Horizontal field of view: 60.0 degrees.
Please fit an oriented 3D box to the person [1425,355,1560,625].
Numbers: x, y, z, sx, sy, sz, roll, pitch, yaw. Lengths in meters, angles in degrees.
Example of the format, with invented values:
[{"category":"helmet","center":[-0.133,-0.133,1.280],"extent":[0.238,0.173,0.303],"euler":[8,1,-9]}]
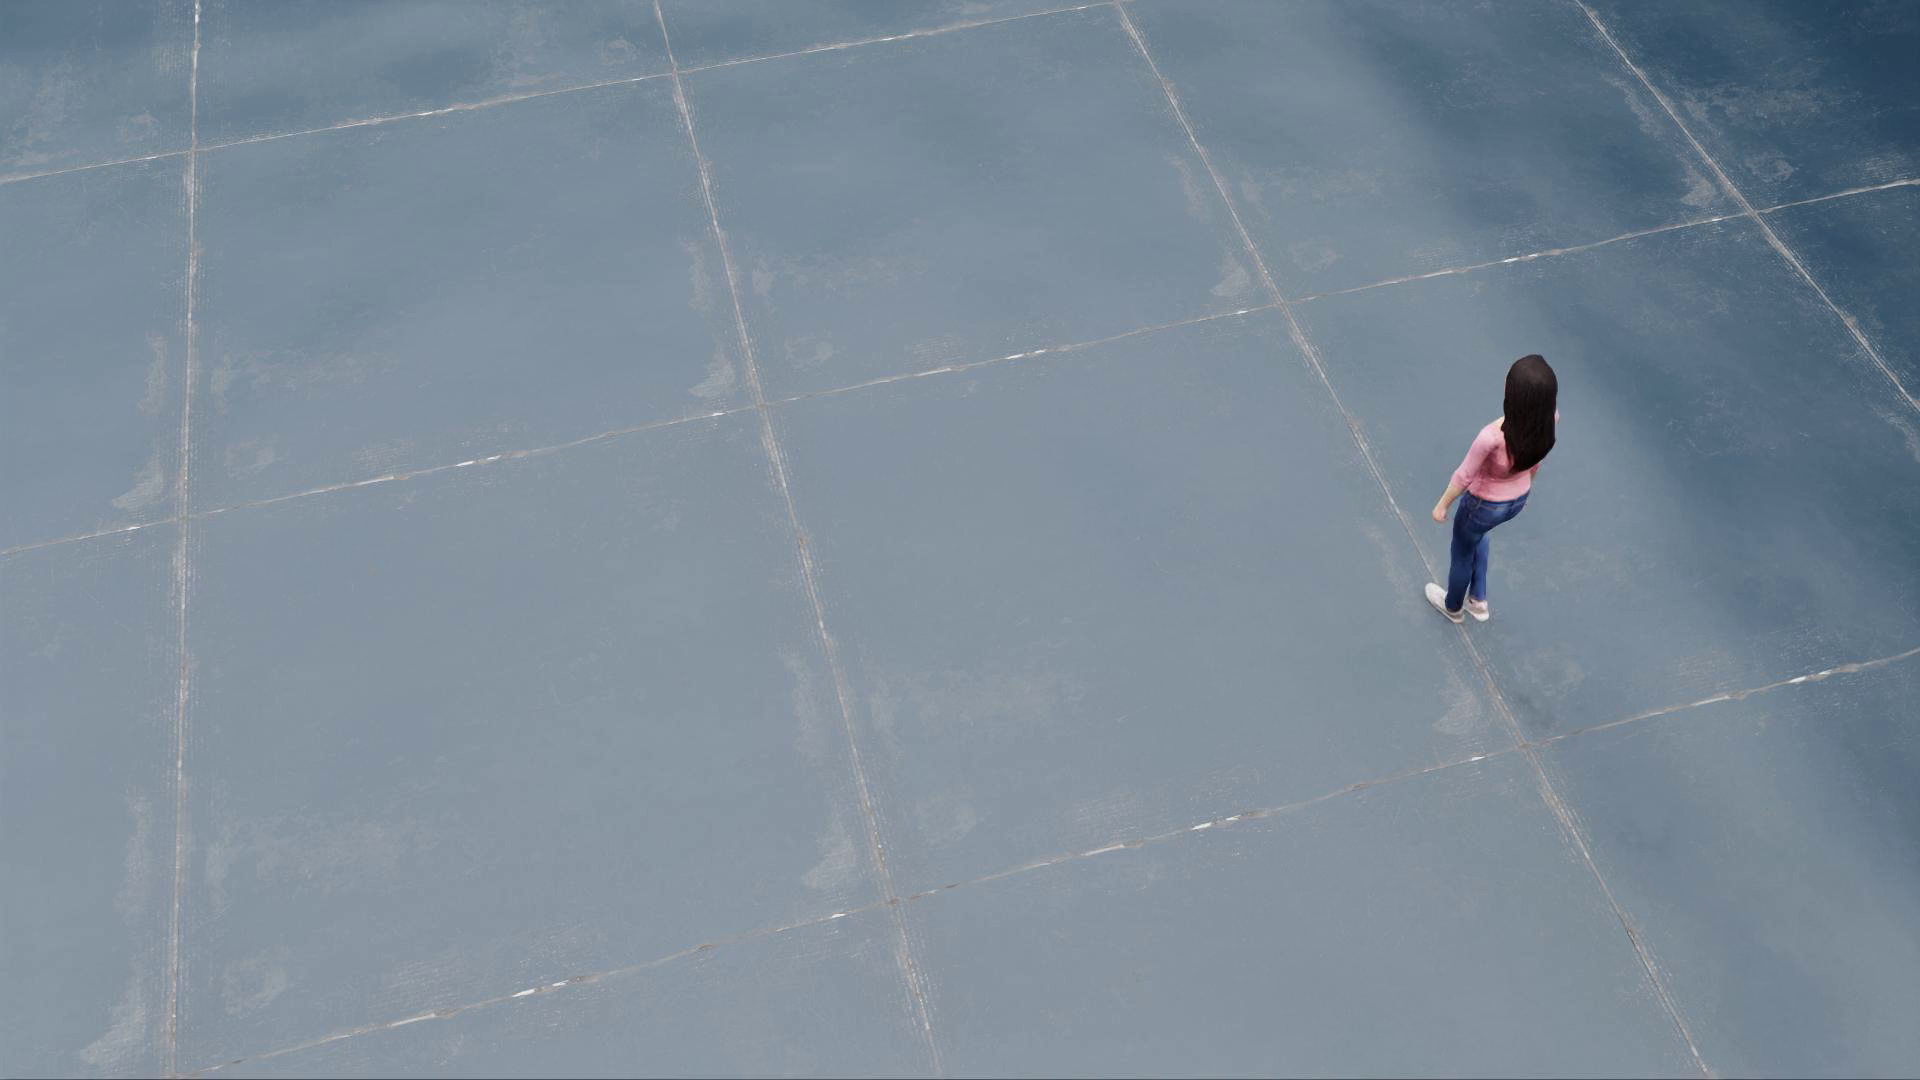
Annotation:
[{"category":"person","center":[2.406,-0.127,7.398],"extent":[0.669,1.738,0.703],"euler":[-22,55,-16]}]
